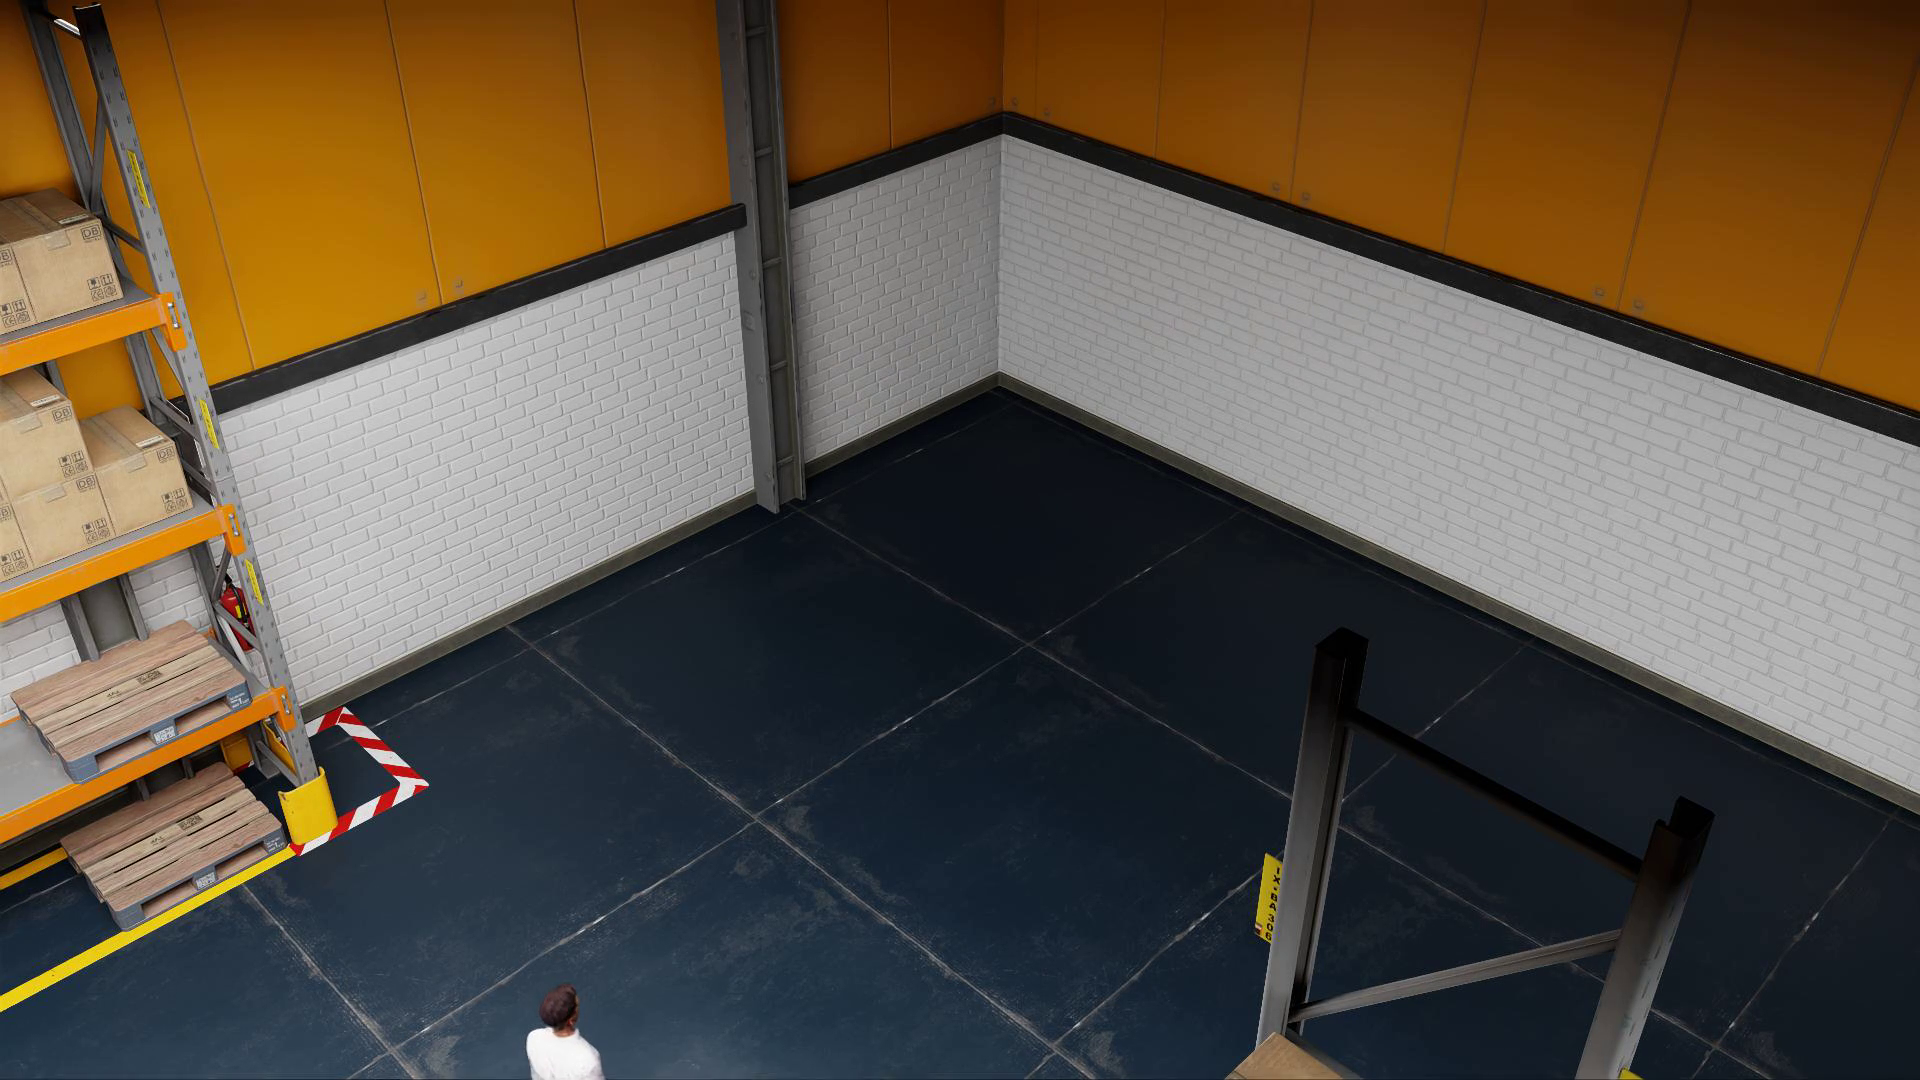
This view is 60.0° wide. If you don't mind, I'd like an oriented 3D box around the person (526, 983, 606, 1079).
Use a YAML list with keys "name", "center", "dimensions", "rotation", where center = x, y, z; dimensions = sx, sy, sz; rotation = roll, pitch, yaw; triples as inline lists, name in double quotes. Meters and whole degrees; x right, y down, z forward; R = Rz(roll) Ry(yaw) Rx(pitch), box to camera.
- name: "person"
  center: [-2.099, 3.136, 9.080]
  dimensions: [0.686, 1.869, 0.667]
  rotation: [16, 37, 23]
